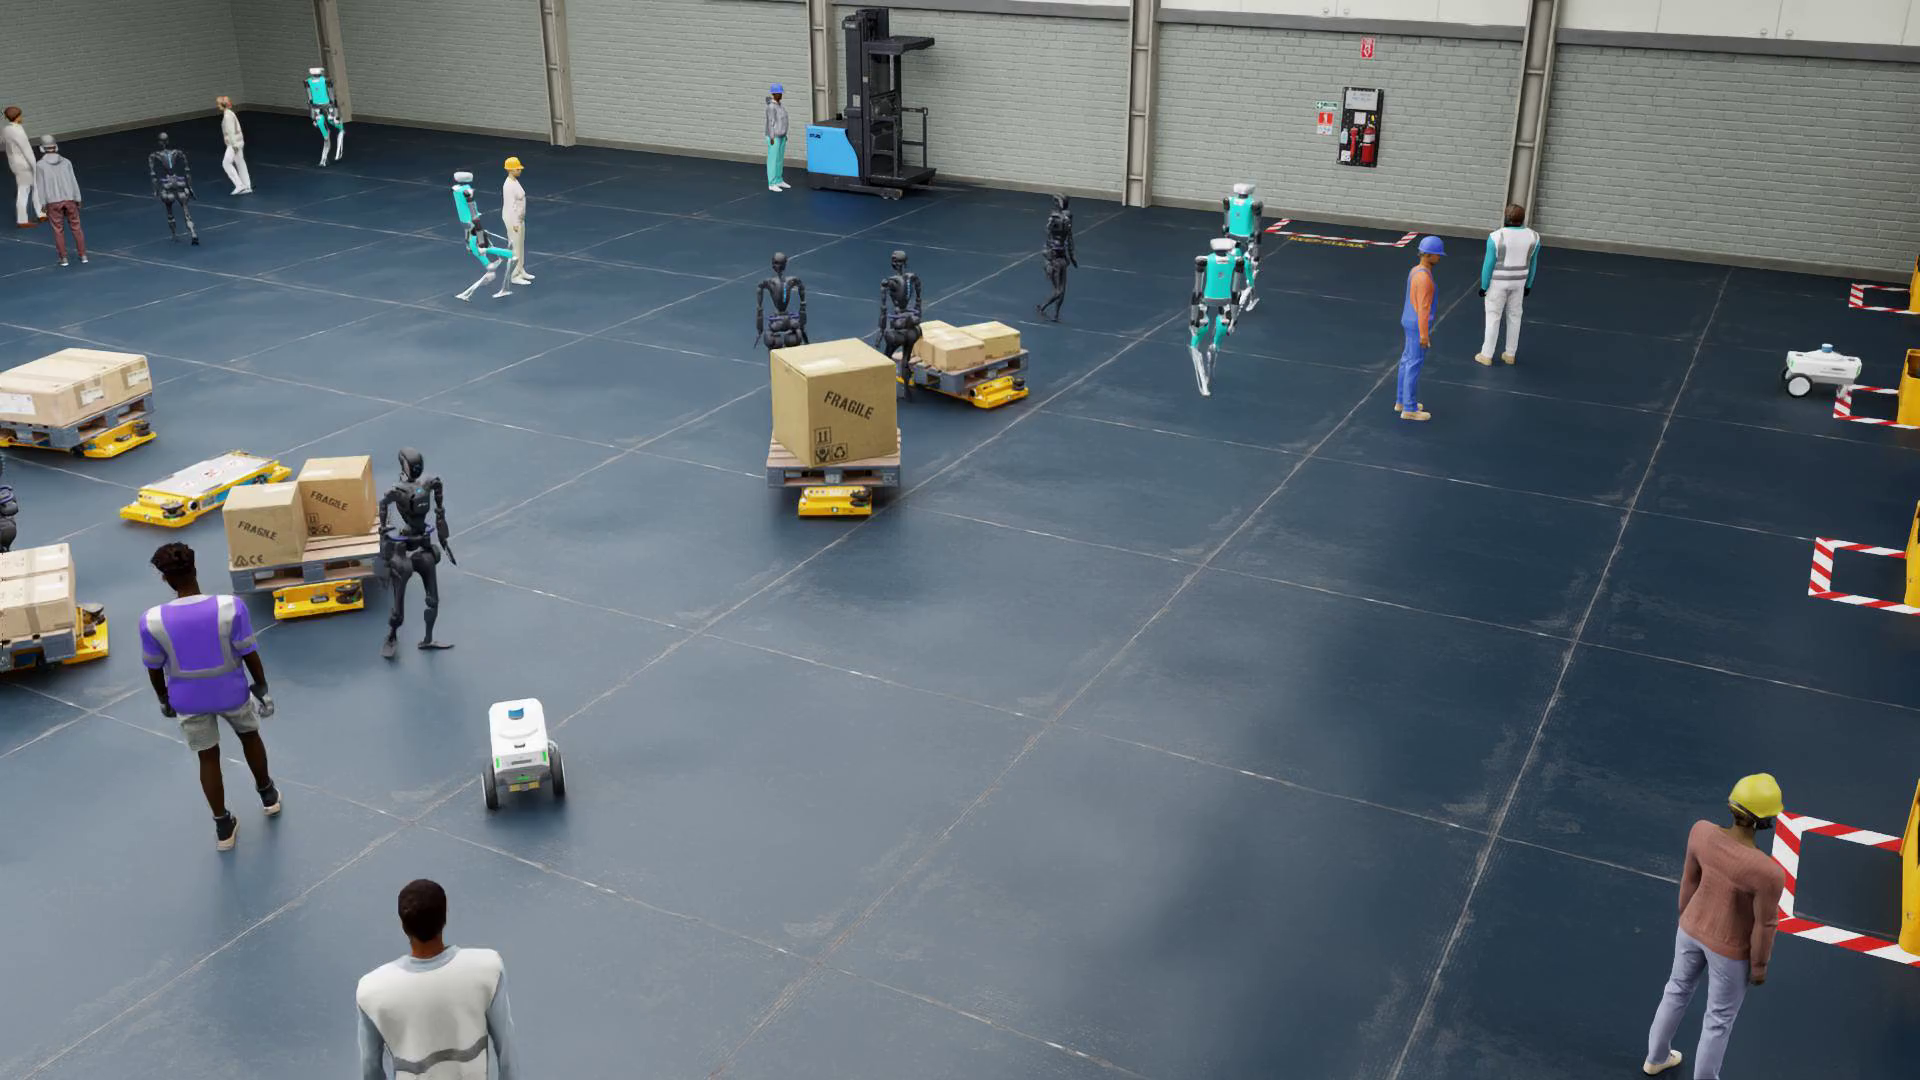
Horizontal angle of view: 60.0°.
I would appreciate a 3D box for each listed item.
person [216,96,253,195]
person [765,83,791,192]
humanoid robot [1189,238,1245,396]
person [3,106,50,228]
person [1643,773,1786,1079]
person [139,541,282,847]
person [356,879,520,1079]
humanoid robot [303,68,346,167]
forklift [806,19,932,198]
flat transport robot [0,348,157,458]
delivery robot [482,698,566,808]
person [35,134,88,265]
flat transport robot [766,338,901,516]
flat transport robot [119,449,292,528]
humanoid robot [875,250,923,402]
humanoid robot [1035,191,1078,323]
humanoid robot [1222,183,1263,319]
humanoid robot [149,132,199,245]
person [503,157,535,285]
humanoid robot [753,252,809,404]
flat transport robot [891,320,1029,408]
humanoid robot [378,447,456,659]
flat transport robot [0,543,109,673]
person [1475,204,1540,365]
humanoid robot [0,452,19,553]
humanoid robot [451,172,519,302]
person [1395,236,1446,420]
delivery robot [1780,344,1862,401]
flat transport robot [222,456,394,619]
[{"bbox_3d":[-12.140,-6.565,27.717,0.468,1.620,0.544,-7,24,-15],"label":"person"},{"bbox_3d":[-3.094,-6.818,28.126,0.360,1.777,0.526,8,25,19],"label":"person"},{"bbox_3d":[2.693,-2.393,17.995,0.548,1.880,0.809,-2,23,-6],"label":"humanoid robot"},{"bbox_3d":[-14.317,-5.738,25.562,0.503,1.808,0.765,20,30,39],"label":"person"},{"bbox_3d":[3.616,1.885,7.892,0.338,1.758,0.520,-11,26,-24],"label":"person"},{"bbox_3d":[-4.496,0.876,10.015,0.664,1.930,0.680,-8,25,-18],"label":"person"},{"bbox_3d":[-2.157,2.238,6.934,0.598,1.860,1.005,-11,25,-23],"label":"person"},{"bbox_3d":[-11.484,-7.693,30.229,0.541,1.788,0.875,1,23,2],"label":"humanoid robot"},{"bbox_3d":[-1.573,-7.292,27.850,1.873,2.768,1.129,12,26,25],"label":"forklift"},{"bbox_3d":[-8.870,-1.069,16.652,1.431,0.231,0.659,7,24,15],"label":"flat transport robot"},{"bbox_3d":[-2.816,1.342,10.680,0.517,0.598,0.769,-7,24,-15],"label":"delivery robot"},{"bbox_3d":[-12.630,-4.776,23.338,0.552,1.806,0.381,-20,30,-38],"label":"person"},{"bbox_3d":[-1.156,-0.573,15.498,0.659,0.231,1.431,-1,23,-2],"label":"flat transport robot"},{"bbox_3d":[-6.916,-0.484,15.289,0.659,0.231,1.431,9,25,20],"label":"flat transport robot"},{"bbox_3d":[-0.627,-2.258,17.622,0.608,1.647,0.328,-19,30,-38],"label":"humanoid robot"},{"bbox_3d":[1.184,-3.488,20.508,0.413,1.644,0.589,15,28,31],"label":"humanoid robot"},{"bbox_3d":[3.643,-3.617,20.782,0.536,1.768,1.024,18,29,36],"label":"humanoid robot"},{"bbox_3d":[-11.536,-5.145,24.409,0.589,1.641,0.740,-18,29,-36],"label":"humanoid robot"},{"bbox_3d":[-5.958,-4.289,22.345,0.336,1.693,0.480,-2,23,-4],"label":"person"},{"bbox_3d":[-1.887,-2.212,17.537,0.608,1.650,0.308,-12,26,-26],"label":"humanoid robot"},{"bbox_3d":[0.003,-1.746,18.227,1.431,0.231,0.659,21,31,40],"label":"flat transport robot"},{"bbox_3d":[-4.041,0.076,12.214,0.477,1.645,0.619,17,29,34],"label":"humanoid robot"},{"bbox_3d":[-7.086,0.817,12.261,1.431,0.231,0.659,-11,26,-24],"label":"flat transport robot"},{"bbox_3d":[6.210,-2.905,18.934,0.634,1.841,0.429,-3,23,-7],"label":"person"},{"bbox_3d":[-7.425,-0.187,12.816,0.309,1.652,0.601,-13,27,-28],"label":"humanoid robot"},{"bbox_3d":[-6.074,-3.855,21.262,1.003,1.733,0.548,-16,28,-33],"label":"humanoid robot"},{"bbox_3d":[4.755,-2.198,17.210,0.366,1.904,0.513,1,23,2],"label":"person"},{"bbox_3d":[9.322,-1.821,18.064,0.785,0.613,0.525,8,24,17],"label":"delivery robot"},{"bbox_3d":[-5.243,0.248,13.585,0.659,0.231,1.431,-8,24,-17],"label":"flat transport robot"}]
